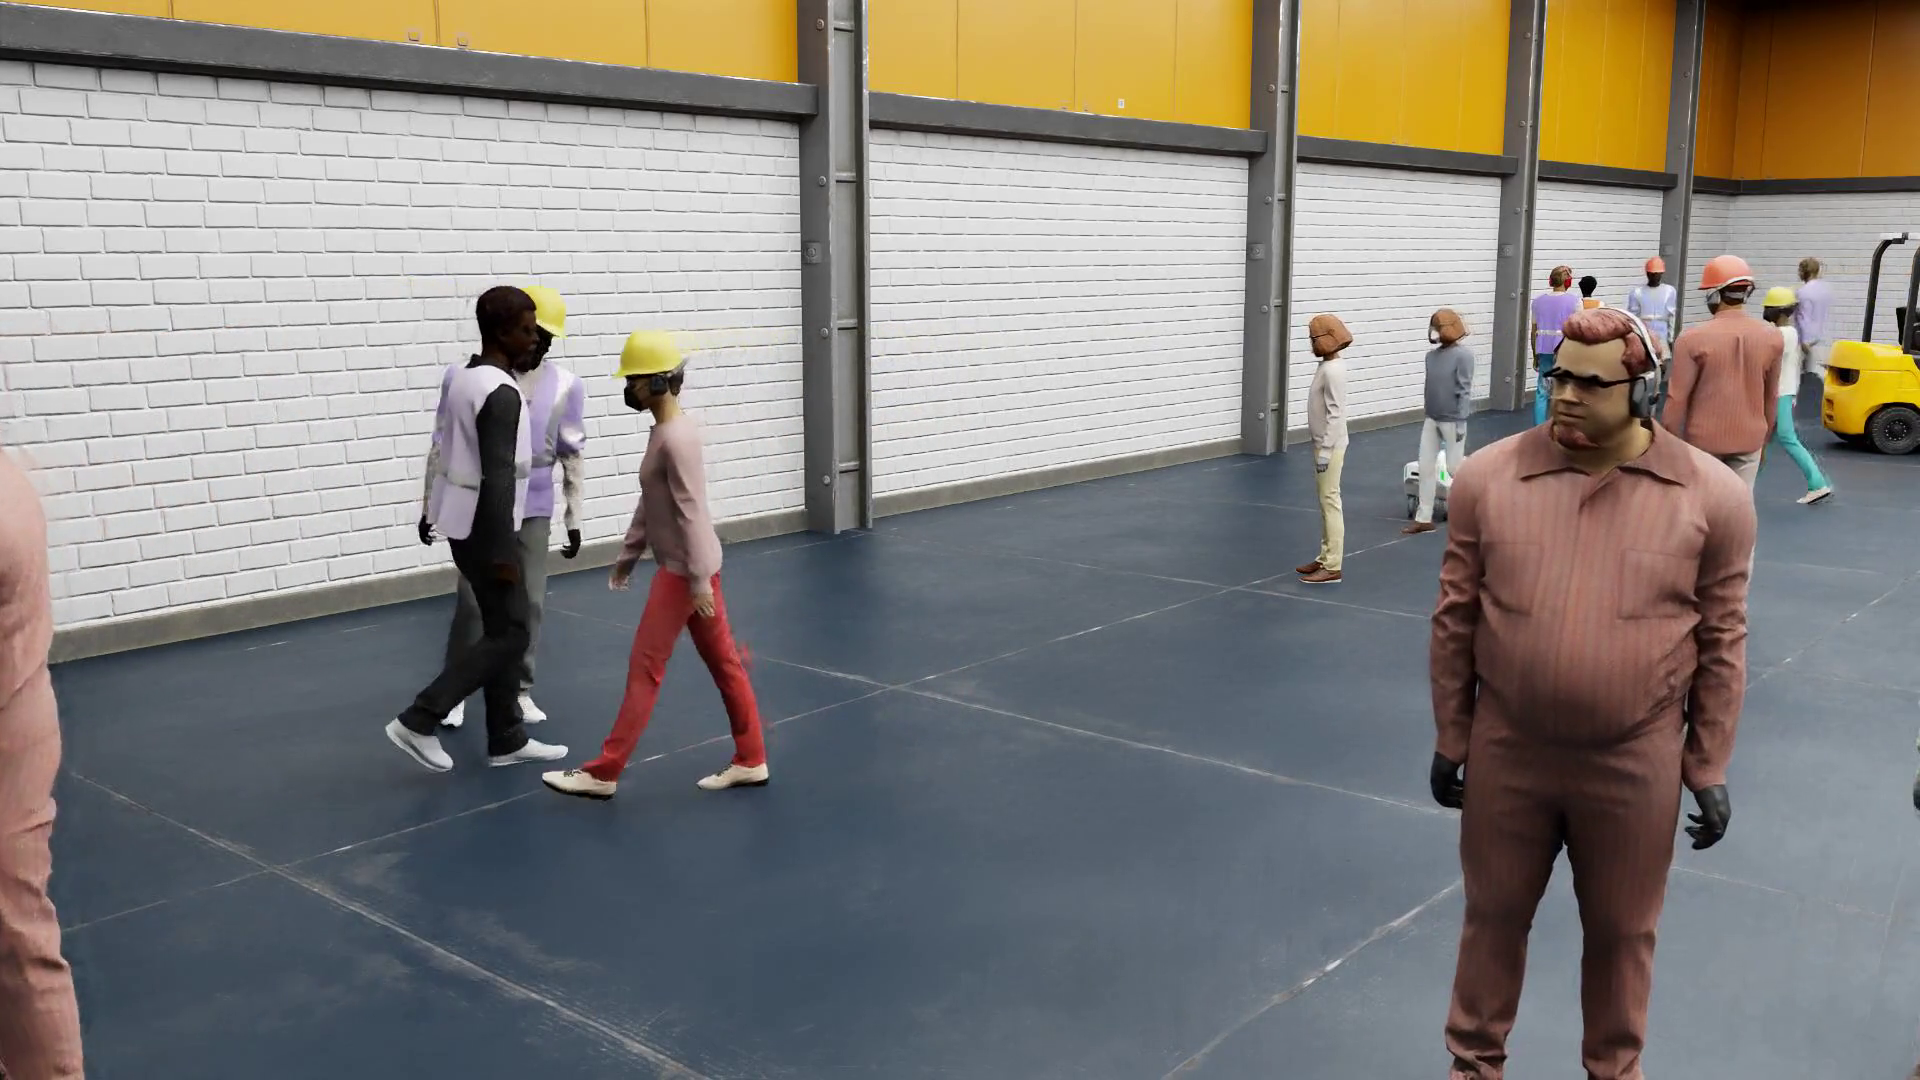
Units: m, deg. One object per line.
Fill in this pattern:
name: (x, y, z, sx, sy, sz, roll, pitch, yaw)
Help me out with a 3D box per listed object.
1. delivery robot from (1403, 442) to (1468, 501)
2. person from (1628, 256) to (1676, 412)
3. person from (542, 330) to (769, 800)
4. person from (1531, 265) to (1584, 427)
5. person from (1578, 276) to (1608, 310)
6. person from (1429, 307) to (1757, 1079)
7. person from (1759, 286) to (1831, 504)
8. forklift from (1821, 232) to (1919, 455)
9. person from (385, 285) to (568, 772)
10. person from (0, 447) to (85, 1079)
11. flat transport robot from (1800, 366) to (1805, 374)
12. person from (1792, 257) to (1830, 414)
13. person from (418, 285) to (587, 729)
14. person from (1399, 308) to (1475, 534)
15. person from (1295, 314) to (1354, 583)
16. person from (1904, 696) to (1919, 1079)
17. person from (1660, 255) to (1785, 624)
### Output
delivery robot: (3.658, -0.503, 12.631, 0.477, 0.478, 0.707, 8, 13, 39)
person: (8.434, -2.487, 20.292, 0.554, 1.921, 0.409, 2, 10, 12)
person: (-1.115, 0.108, 6.077, 0.866, 1.719, 0.516, -1, 10, -8)
person: (6.118, -1.884, 17.084, 0.389, 1.847, 0.566, -9, 13, -42)
person: (7.704, -2.408, 20.523, 0.532, 1.691, 0.321, 2, 10, 13)
person: (1.331, 0.457, 3.597, 0.642, 1.905, 0.401, 5, 11, 25)
person: (6.551, -1.155, 13.277, 0.905, 1.726, 0.530, 8, 13, 37)
forklift: (9.955, -1.972, 16.595, 2.313, 2.155, 1.214, 1, 10, 8)
person: (-1.853, -0.015, 6.317, 0.603, 1.893, 0.640, -5, 11, -28)
person: (-2.137, 0.488, 3.442, 0.557, 1.887, 0.673, -5, 11, -26)
flat transport robot: (13.006, -2.726, 26.363, 0.652, 0.197, 1.431, 7, 12, 34)
person: (10.333, -2.450, 20.115, 0.627, 1.921, 0.802, -7, 12, -34)
person: (-1.910, -0.128, 7.038, 0.689, 1.875, 0.409, -5, 11, -25)
person: (3.497, -0.841, 11.819, 0.664, 1.610, 0.508, -5, 11, -24)
person: (2.222, -0.554, 10.119, 0.287, 1.633, 0.497, 1, 10, 8)
person: (2.473, 0.553, 3.814, 0.507, 1.632, 0.265, 8, 13, 37)
person: (4.082, -0.528, 8.964, 0.626, 1.991, 0.401, 0, 10, -2)
